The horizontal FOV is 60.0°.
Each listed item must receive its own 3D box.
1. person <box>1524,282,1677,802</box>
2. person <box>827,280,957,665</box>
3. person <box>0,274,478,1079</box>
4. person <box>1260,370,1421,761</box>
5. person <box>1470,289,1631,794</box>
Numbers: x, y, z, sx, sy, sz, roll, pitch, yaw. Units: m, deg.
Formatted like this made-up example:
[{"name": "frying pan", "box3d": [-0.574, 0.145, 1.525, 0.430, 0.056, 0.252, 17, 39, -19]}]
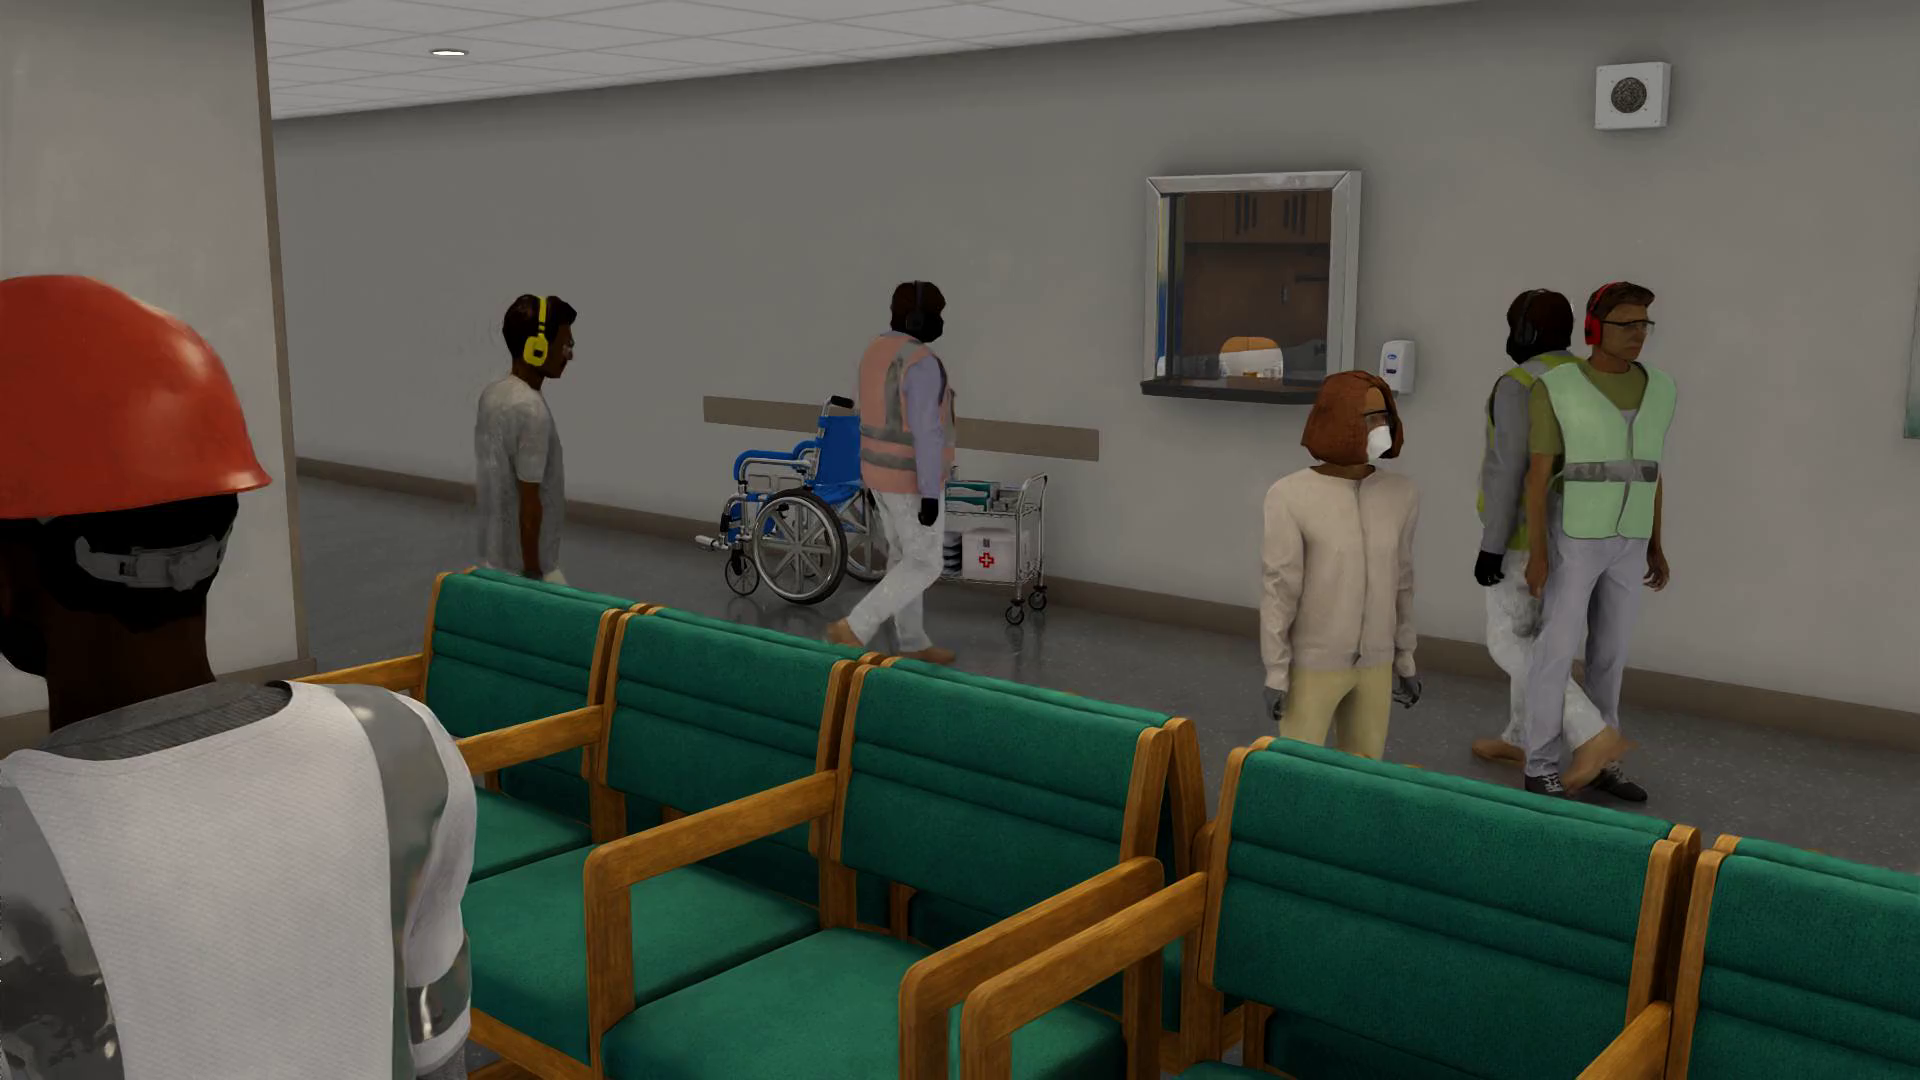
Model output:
[{"name": "person", "box3d": [2.235, 0.019, 5.866, 0.575, 1.841, 0.375, -3, 10, -18]}, {"name": "person", "box3d": [-0.302, -0.257, 7.538, 0.658, 1.822, 0.685, -5, 11, -28]}, {"name": "person", "box3d": [-0.656, 0.754, 1.419, 0.364, 1.938, 0.543, 6, 12, 30]}, {"name": "person", "box3d": [1.040, 0.355, 4.548, 0.505, 1.636, 0.278, -4, 11, -24]}, {"name": "person", "box3d": [2.193, 0.007, 6.038, 0.643, 1.815, 0.654, -9, 14, -43]}]
